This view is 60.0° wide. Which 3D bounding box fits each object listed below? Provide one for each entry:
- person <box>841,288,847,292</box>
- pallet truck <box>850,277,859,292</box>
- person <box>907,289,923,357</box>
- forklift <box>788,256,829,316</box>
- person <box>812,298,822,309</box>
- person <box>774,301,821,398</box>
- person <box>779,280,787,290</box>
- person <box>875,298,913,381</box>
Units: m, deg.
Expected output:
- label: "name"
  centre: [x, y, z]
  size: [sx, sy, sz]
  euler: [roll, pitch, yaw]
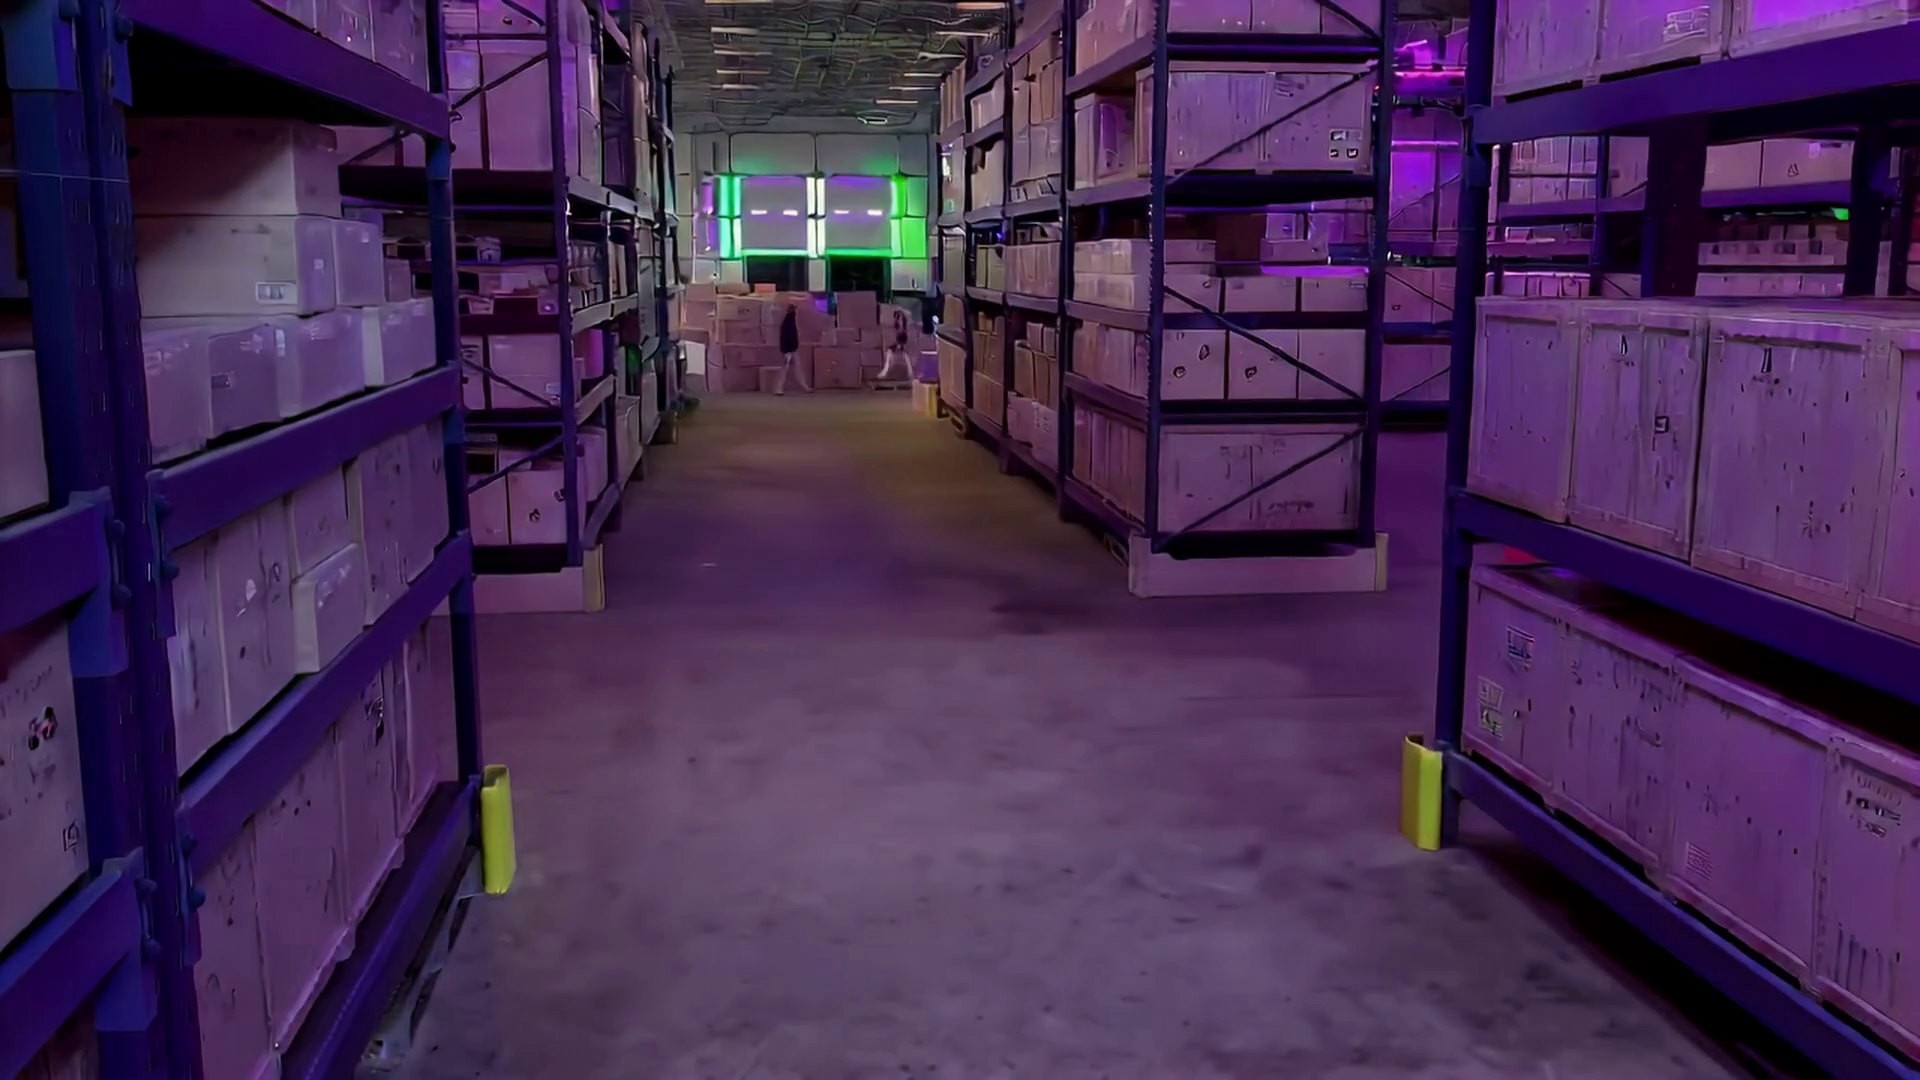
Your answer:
- label: "person"
  centre: [-4.133, -8.261, 60.181]
  size: [0.550, 1.664, 0.764]
  euler: [9, 13, 42]
- label: "pallet truck"
  centre: [-3.782, -9.391, 65.808]
  size: [1.885, 1.965, 0.823]
  euler: [2, 10, 10]
- label: "person"
  centre: [-1.249, -6.131, 47.018]
  size: [0.371, 1.934, 0.627]
  euler: [6, 11, 32]
- label: "forklift"
  centre: [-5.680, -8.637, 58.848]
  size: [1.873, 2.768, 1.129]
  euler: [4, 11, 24]
- label: "person"
  centre: [-3.516, -5.012, 40.768]
  size: [0.429, 1.842, 0.630]
  euler: [-5, 11, -28]
- label: "person"
  centre: [-3.323, -3.846, 33.652]
  size: [0.992, 1.943, 0.635]
  euler: [-3, 10, -16]
- label: "person"
  centre: [-7.005, -9.382, 66.001]
  size: [0.575, 1.911, 0.616]
  euler: [6, 11, 32]
- label: "person"
  centre: [-1.472, -4.550, 37.927]
  size: [0.985, 1.883, 0.575]
  euler: [5, 11, 27]
